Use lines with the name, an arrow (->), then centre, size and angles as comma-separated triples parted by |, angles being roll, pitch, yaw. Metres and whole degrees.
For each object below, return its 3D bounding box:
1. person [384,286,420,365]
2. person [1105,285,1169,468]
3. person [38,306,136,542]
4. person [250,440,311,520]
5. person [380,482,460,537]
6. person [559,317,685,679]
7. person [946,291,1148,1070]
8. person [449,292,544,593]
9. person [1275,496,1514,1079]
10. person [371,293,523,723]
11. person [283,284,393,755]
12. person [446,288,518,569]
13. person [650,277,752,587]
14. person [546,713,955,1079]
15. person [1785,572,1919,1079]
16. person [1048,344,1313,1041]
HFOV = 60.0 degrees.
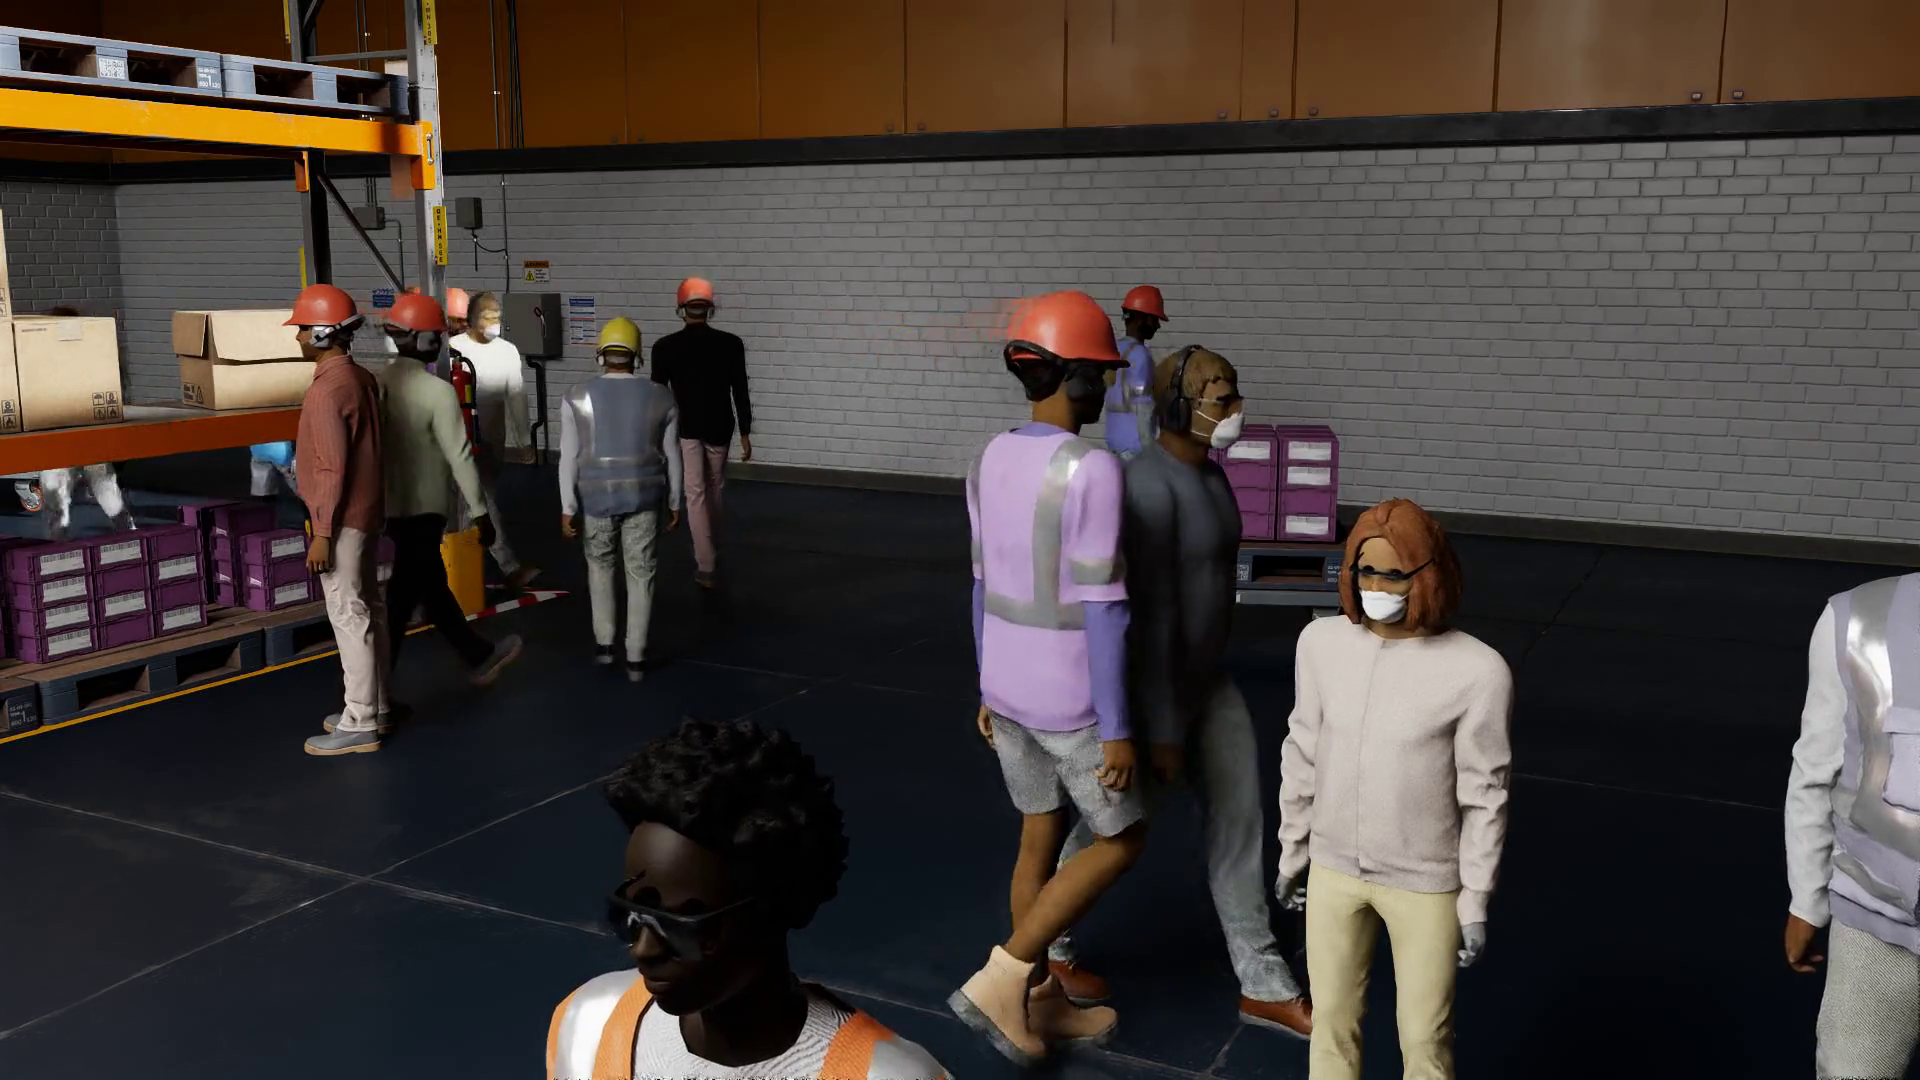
person -> -4.005, -0.918, 12.243 | 0.337, 1.881, 0.583 | 1, 10, 7
person -> 1.082, -0.585, 10.189 | 0.375, 1.927, 0.543 | -3, 10, -17
person -> -5.690, -0.621, 10.797 | 0.627, 1.802, 0.931 | 0, 10, 1
person -> -4.363, -0.563, 10.802 | 0.541, 1.659, 0.756 | 6, 11, 29
person -> -3.695, -0.638, 11.435 | 0.763, 1.597, 0.521 | -1, 10, -7
person -> -1.710, -0.224, 8.442 | 0.617, 1.803, 0.657 | -2, 10, -12
person -> 0.226, 0.387, 4.266 | 0.502, 2.028, 0.642 | -6, 11, -30
person -> -2.980, -0.612, 10.492 | 1.030, 1.873, 0.626 | 6, 12, 32
person -> 0.891, 0.717, 3.502 | 0.497, 1.633, 0.287 | 8, 13, 39
person -> -2.457, -0.163, 7.703 | 0.639, 1.933, 1.085 | 7, 12, 37
person -> -2.641, -0.086, 7.105 | 0.375, 1.995, 0.610 | -1, 10, -5
person -> -3.346, -0.715, 11.047 | 0.896, 1.887, 0.557 | 7, 12, 36
person -> -1.733, -0.713, 10.827 | 0.652, 1.955, 0.933 | -4, 11, -24
person -> -0.208, 0.998, 1.694 | 0.537, 1.695, 0.320 | 5, 11, 29
person -> 1.846, 0.690, 3.083 | 0.593, 1.832, 0.403 | 5, 11, 29
person -> 0.566, 0.412, 4.547 | 0.967, 1.899, 0.640 | 6, 11, 30
